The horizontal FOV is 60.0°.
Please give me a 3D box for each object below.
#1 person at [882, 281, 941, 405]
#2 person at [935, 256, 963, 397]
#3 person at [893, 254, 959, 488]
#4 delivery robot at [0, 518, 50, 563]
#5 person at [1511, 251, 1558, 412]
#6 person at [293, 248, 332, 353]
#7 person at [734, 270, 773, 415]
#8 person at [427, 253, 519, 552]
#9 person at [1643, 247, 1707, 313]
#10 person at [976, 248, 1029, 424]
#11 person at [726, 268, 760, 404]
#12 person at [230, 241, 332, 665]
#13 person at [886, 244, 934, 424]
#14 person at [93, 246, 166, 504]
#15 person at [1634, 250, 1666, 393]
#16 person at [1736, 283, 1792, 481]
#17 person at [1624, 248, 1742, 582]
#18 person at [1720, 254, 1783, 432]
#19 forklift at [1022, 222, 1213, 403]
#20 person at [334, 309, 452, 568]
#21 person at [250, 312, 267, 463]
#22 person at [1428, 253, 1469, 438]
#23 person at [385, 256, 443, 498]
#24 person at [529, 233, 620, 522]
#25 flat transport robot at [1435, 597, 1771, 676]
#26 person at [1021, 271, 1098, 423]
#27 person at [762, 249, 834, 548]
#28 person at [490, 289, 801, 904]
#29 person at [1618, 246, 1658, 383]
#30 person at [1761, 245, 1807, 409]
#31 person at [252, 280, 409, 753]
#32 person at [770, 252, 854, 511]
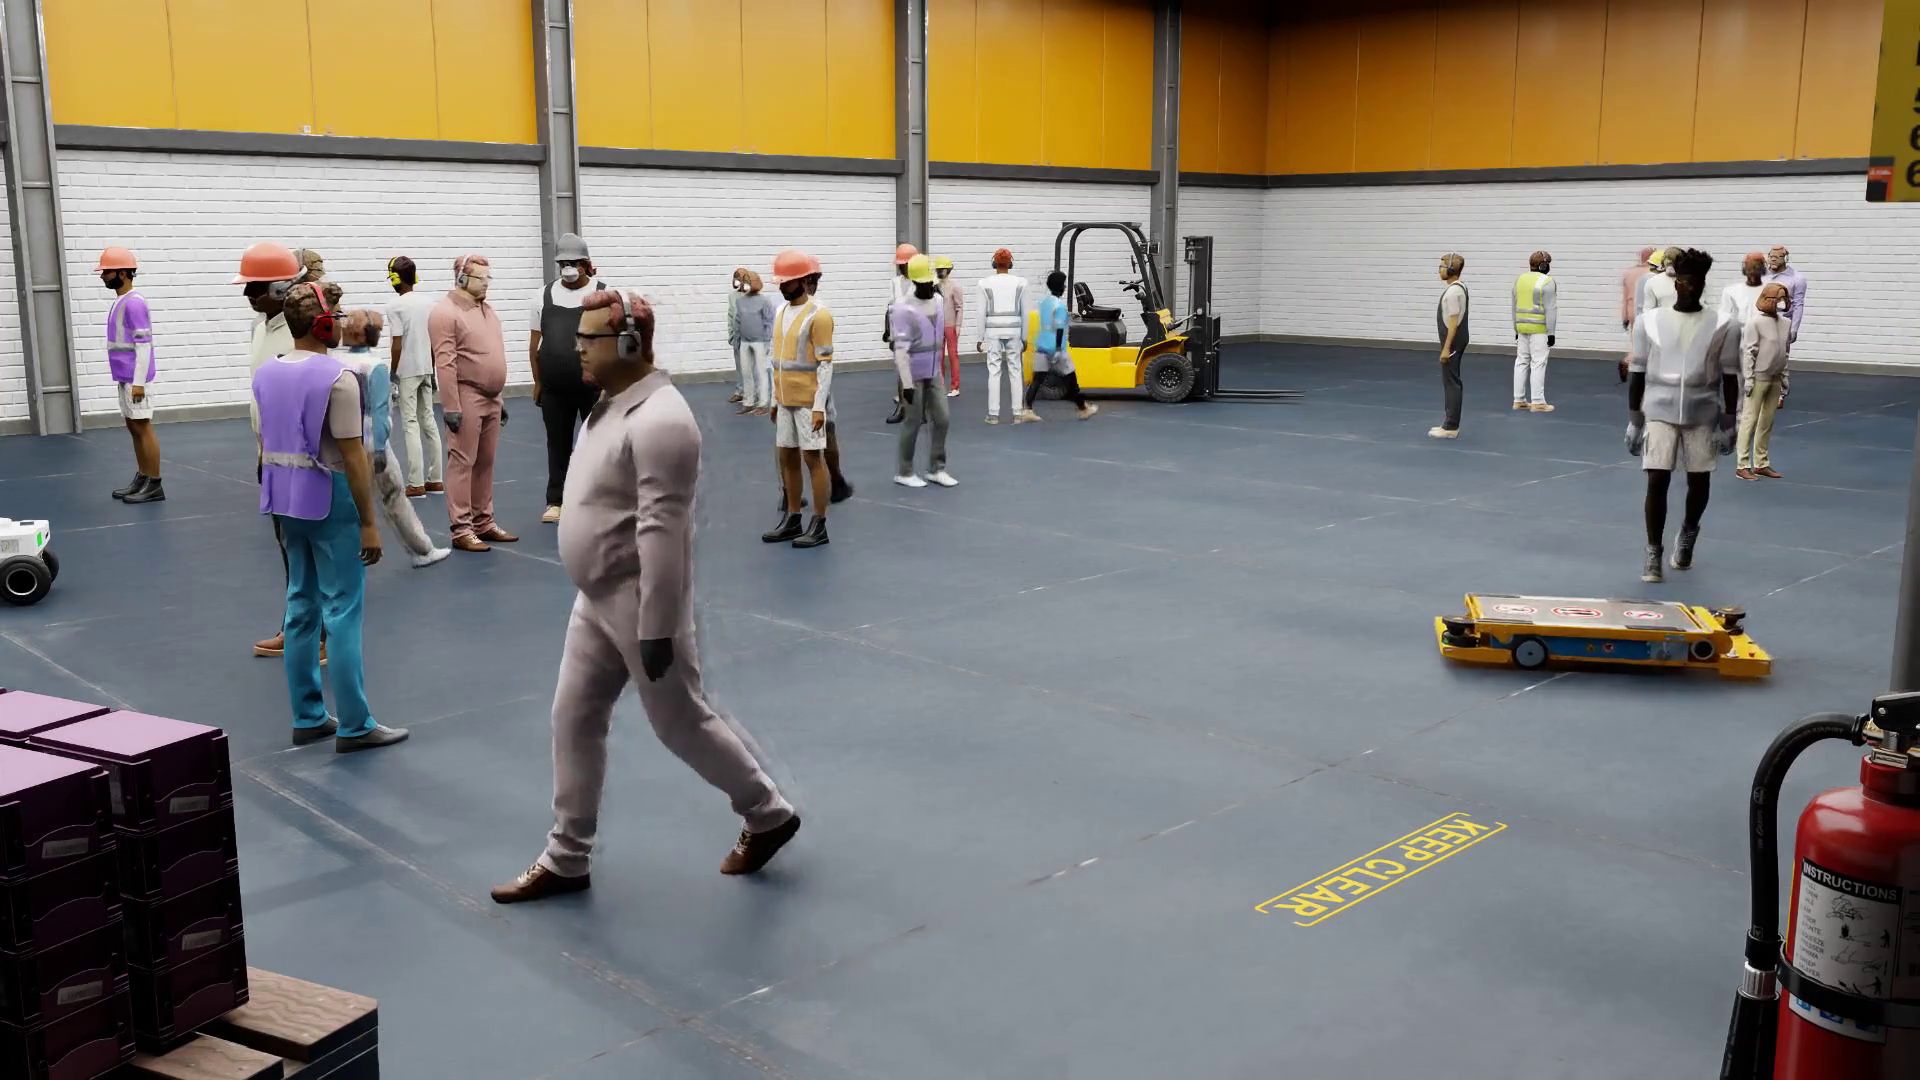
[{"bbox_3d":[-0.567,-2.411,19.397,0.614,1.778,0.988,6,12,30],"label":"person"},{"bbox_3d":[-0.202,-2.678,20.898,0.534,1.767,0.314,8,13,38],"label":"person"},{"bbox_3d":[-0.313,-1.322,13.203,0.663,1.871,0.599,9,14,41],"label":"person"},{"bbox_3d":[-5.435,0.030,9.179,0.707,0.478,0.477,-4,11,-23],"label":"delivery robot"},{"bbox_3d":[6.643,-2.402,19.184,0.429,1.842,0.634,-5,11,-24],"label":"person"},{"bbox_3d":[-4.326,-0.965,11.084,0.359,1.938,0.635,-5,11,-23],"label":"person"},{"bbox_3d":[-2.337,-2.224,18.786,0.505,1.632,0.270,6,12,29],"label":"person"},{"bbox_3d":[-3.130,-0.889,10.769,0.407,1.906,0.638,3,11,14],"label":"person"},{"bbox_3d":[7.557,-2.151,17.670,0.650,1.891,0.761,10,14,42],"label":"person"},{"bbox_3d":[0.458,-2.185,17.890,0.576,1.882,0.362,-1,10,-6],"label":"person"},{"bbox_3d":[-2.596,-2.455,20.042,0.501,1.633,0.284,7,12,33],"label":"person"},{"bbox_3d":[-3.153,-0.395,7.838,0.617,1.987,0.391,9,14,41],"label":"person"},{"bbox_3d":[-0.542,-2.194,17.820,0.546,1.928,0.385,6,12,32],"label":"person"},{"bbox_3d":[-6.306,-1.246,12.619,0.356,1.937,0.552,-8,13,-38],"label":"person"},{"bbox_3d":[8.813,-2.756,21.139,0.403,1.830,0.601,-2,11,-12],"label":"person"},{"bbox_3d":[6.700,-1.314,13.820,0.500,1.633,0.280,-5,12,-26],"label":"person"},{"bbox_3d":[4.278,-0.744,9.849,0.639,1.958,0.618,4,11,23],"label":"person"},{"bbox_3d":[7.972,-1.968,16.849,0.603,1.828,1.001,6,12,28],"label":"person"},{"bbox_3d":[1.935,-2.847,20.651,2.313,2.155,1.214,2,11,13],"label":"forklift"},{"bbox_3d":[-3.518,-0.567,9.873,0.537,1.596,0.887,7,12,32],"label":"person"},{"bbox_3d":[-5.130,-1.134,12.565,0.483,1.734,0.319,8,13,38],"label":"person"},{"bbox_3d":[4.904,-1.939,16.648,0.346,1.847,0.506,5,11,24],"label":"person"},{"bbox_3d":[-4.247,-1.252,12.858,0.328,1.865,0.520,5,11,23],"label":"person"},{"bbox_3d":[-2.698,-1.131,11.712,0.682,2.000,0.537,0,10,-2],"label":"person"},{"bbox_3d":[3.039,0.440,7.974,1.431,0.197,0.652,2,11,13],"label":"flat transport robot"},{"bbox_3d":[1.059,-2.090,18.028,0.925,1.632,0.531,-7,12,-32],"label":"person"},{"bbox_3d":[-1.063,-0.914,10.828,0.542,1.931,0.366,10,14,44],"label":"person"},{"bbox_3d":[-0.954,0.170,5.094,0.936,1.870,0.651,-6,12,-29],"label":"person"},{"bbox_3d":[9.220,-3.035,22.545,0.738,1.884,0.638,-5,12,-27],"label":"person"},{"bbox_3d":[9.529,-2.498,19.533,0.643,1.909,0.410,10,14,43],"label":"person"},{"bbox_3d":[-2.510,-0.082,6.520,0.563,1.847,0.389,6,12,30],"label":"person"},{"bbox_3d":[-1.107,-1.190,12.466,0.538,1.888,0.884,4,11,22],"label":"person"}]
